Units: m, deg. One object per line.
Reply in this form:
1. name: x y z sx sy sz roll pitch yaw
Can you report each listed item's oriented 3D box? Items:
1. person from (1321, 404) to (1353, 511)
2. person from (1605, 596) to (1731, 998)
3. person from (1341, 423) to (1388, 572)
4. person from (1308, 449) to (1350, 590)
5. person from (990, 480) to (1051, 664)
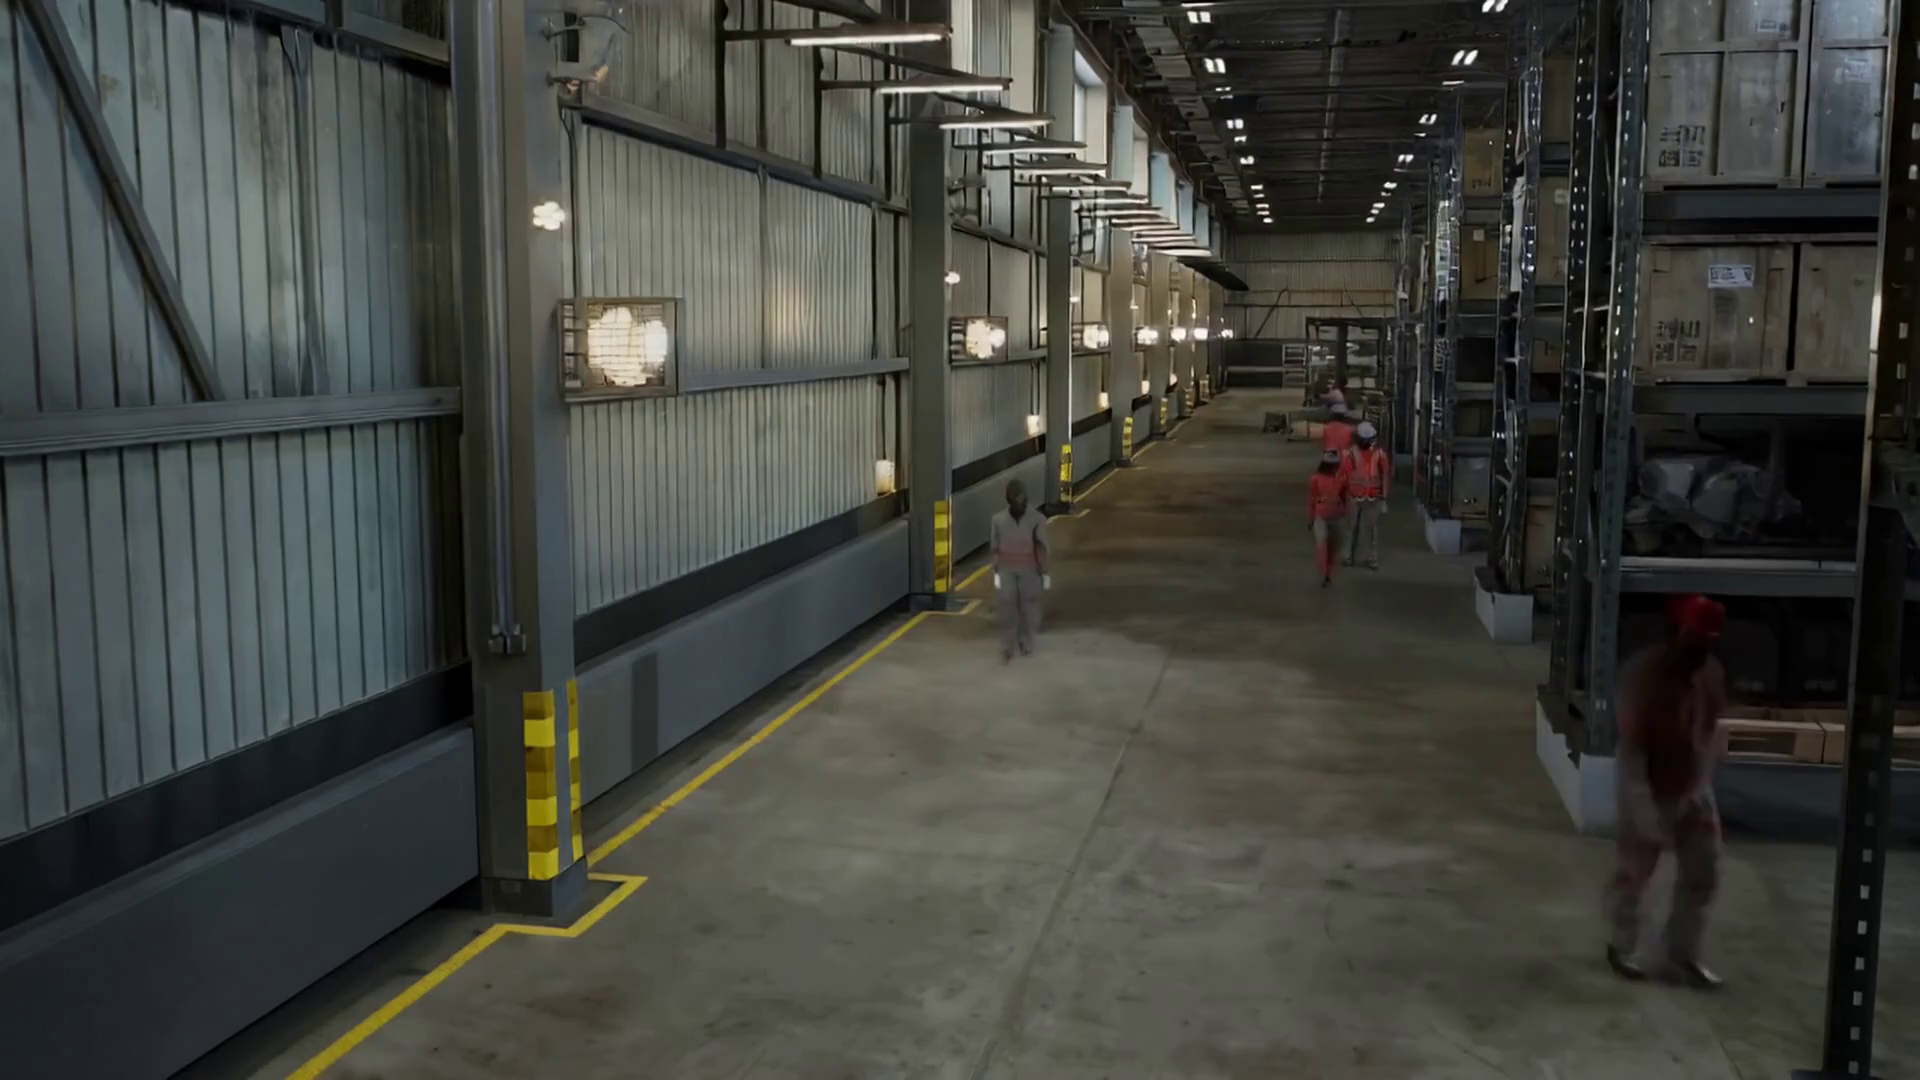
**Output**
1. person: 6.453 -1.390 28.521 0.562 1.875 1.039 3 8 26
2. person: 3.348 1.201 7.759 0.674 1.874 0.707 -3 8 -21
3. person: 5.219 -0.547 21.504 0.601 1.940 0.396 0 7 3
4. person: 4.471 -0.261 20.195 0.493 1.694 0.938 0 7 2
5. person: 0.556 0.304 15.531 0.581 1.714 0.808 1 7 6
